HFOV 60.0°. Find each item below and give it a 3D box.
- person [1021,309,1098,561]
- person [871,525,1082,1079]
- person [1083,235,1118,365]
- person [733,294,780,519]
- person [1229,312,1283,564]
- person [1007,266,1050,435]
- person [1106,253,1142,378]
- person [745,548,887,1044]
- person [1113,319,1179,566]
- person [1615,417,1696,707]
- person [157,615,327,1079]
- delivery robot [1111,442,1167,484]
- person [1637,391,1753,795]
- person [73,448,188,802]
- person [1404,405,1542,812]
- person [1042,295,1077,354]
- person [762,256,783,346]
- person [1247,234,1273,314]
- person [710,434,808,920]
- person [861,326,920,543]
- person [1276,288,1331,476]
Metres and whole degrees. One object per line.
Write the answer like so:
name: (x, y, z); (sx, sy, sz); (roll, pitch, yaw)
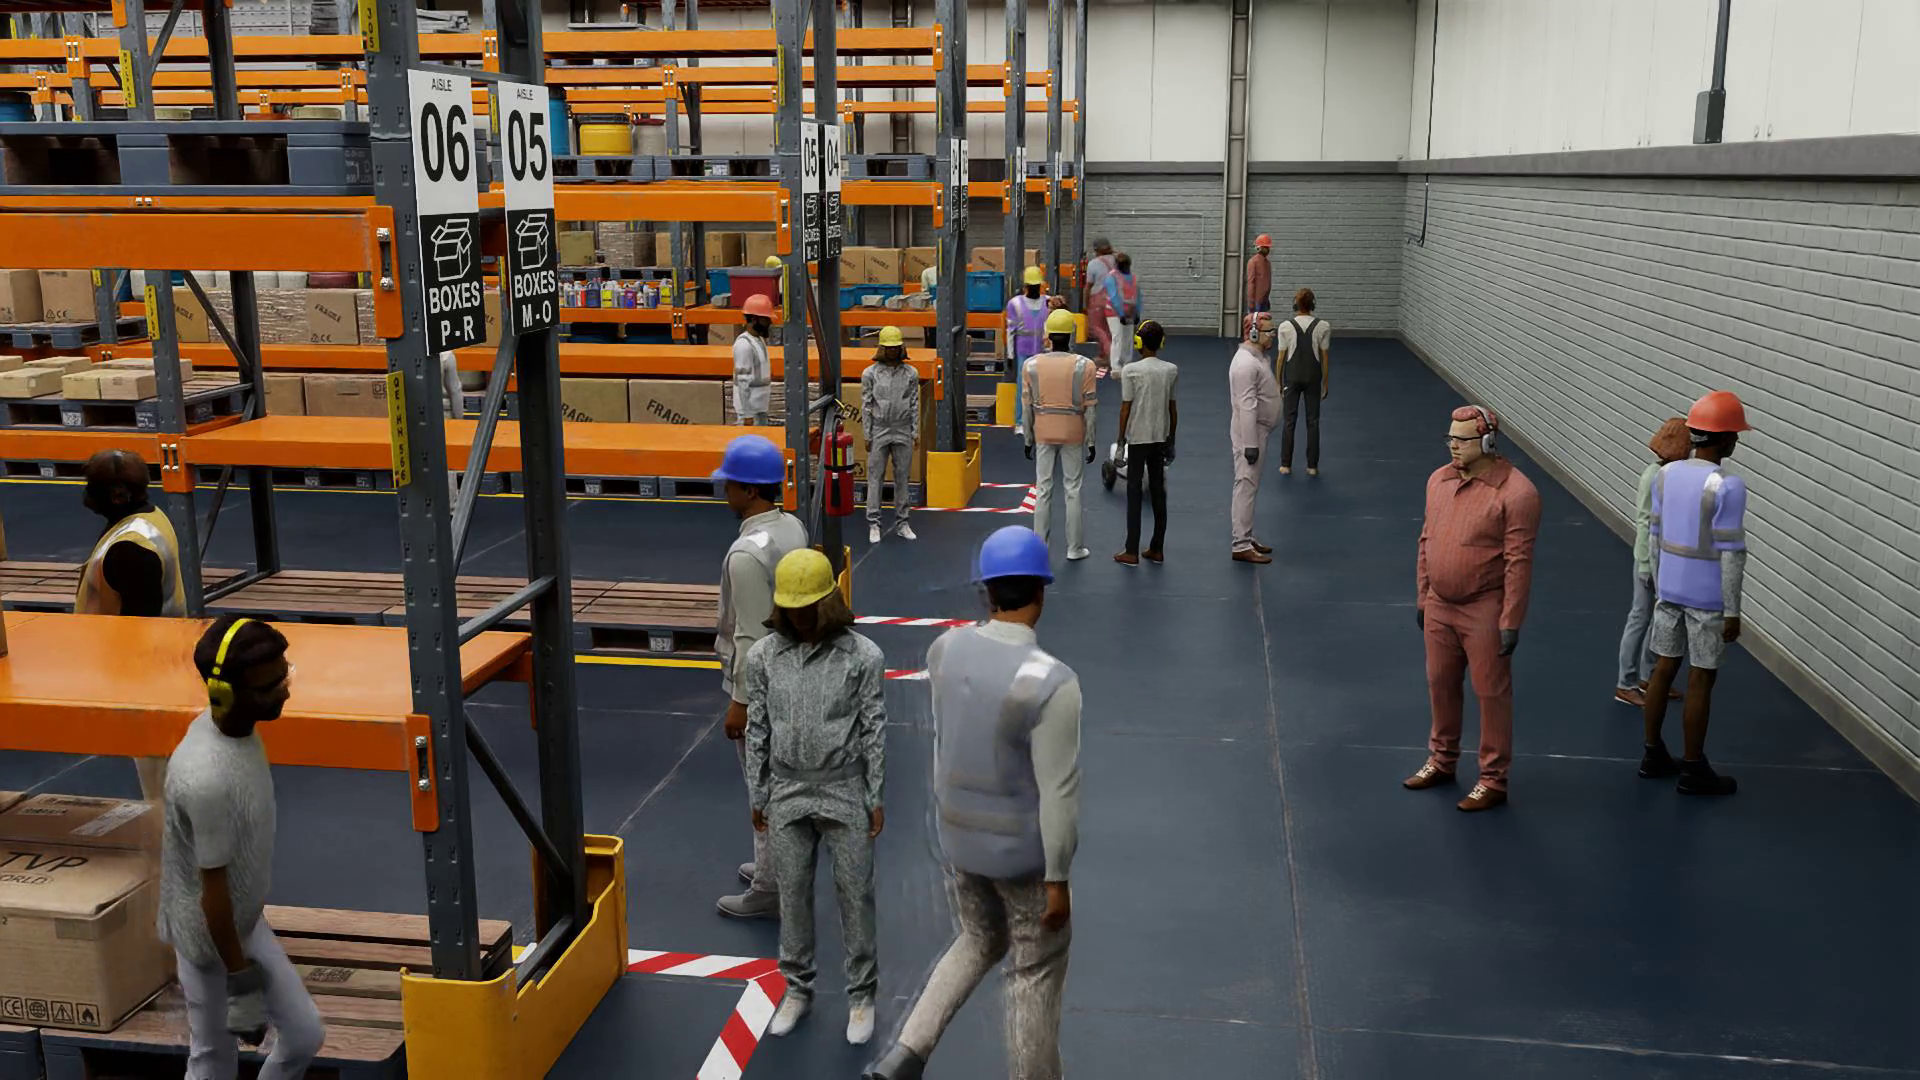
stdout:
person: (0.761, -0.794, 12.710); (0.589, 1.929, 0.368); (3, 13, 13)
person: (0.087, 0.921, 5.005); (0.624, 1.911, 0.656); (-11, 17, -41)
person: (2.208, -3.668, 25.432); (0.681, 2.000, 0.725); (-9, 16, -36)
person: (-1.743, -1.141, 14.290); (0.387, 1.928, 0.549); (2, 13, 10)
person: (2.258, -0.789, 12.739); (0.409, 1.909, 0.643); (3, 13, 12)
person: (0.829, -2.139, 18.836); (0.601, 1.913, 0.406); (-3, 13, -12)
person: (2.378, -3.256, 24.109); (0.661, 1.813, 0.465); (-11, 17, -41)
person: (-0.492, 0.869, 5.657); (0.490, 1.733, 0.317); (2, 13, 8)
person: (1.401, -0.732, 12.594); (0.521, 1.866, 0.341); (-6, 14, -25)
person: (3.920, 0.121, 9.282); (0.503, 1.628, 0.279); (-10, 16, -38)
person: (-1.981, 1.077, 4.478); (0.565, 1.830, 0.544); (-2, 13, -7)
delivery robot: (1.657, -0.748, 15.419); (0.477, 0.478, 0.707); (-3, 13, -14)
person: (3.552, 0.260, 7.966); (0.395, 1.933, 0.549); (-5, 13, -20)
person: (-3.442, 0.526, 6.947); (0.429, 1.846, 0.626); (-5, 14, -23)
person: (2.371, 0.314, 7.792); (0.398, 1.900, 0.650); (-8, 15, -32)
person: (1.086, -1.857, 18.191); (0.314, 1.630, 0.528); (-10, 16, -38)
person: (-2.502, -2.962, 22.748); (0.404, 1.825, 0.595); (9, 15, 34)
person: (4.680, -3.755, 25.928); (0.397, 1.992, 0.623); (9, 15, 36)
person: (-0.781, 0.542, 6.630); (0.380, 1.951, 0.605); (2, 13, 9)
person: (-0.550, -0.849, 13.383); (0.489, 1.744, 0.295); (-5, 13, -20)
person: (3.354, -1.540, 16.299); (0.506, 1.840, 0.343); (2, 13, 11)
